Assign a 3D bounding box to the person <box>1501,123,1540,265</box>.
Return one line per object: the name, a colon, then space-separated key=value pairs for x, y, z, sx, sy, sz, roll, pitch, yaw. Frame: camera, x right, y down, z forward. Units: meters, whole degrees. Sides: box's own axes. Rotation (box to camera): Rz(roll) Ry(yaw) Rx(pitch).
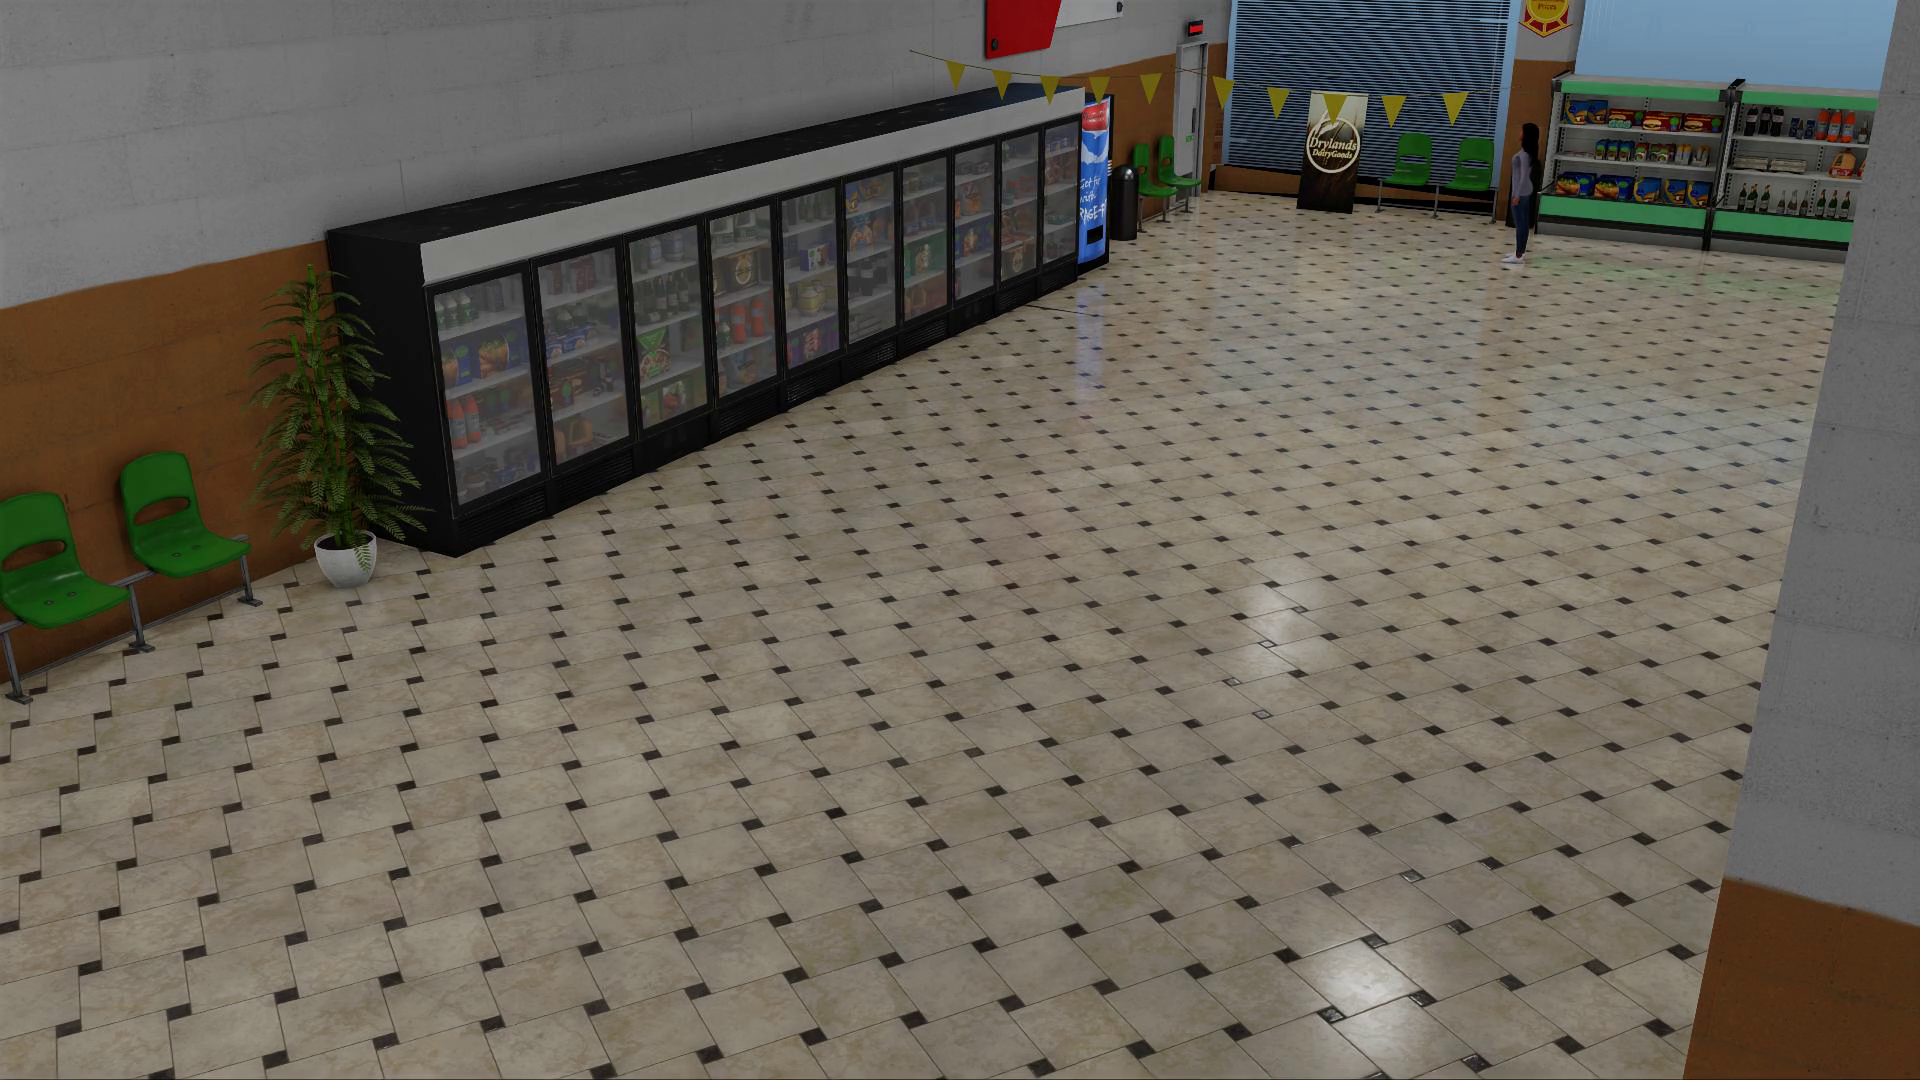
person: x=7.097 y=-4.372 z=20.970 sx=0.508 sy=1.734 sz=0.599 roll=12 pitch=25 yaw=27
